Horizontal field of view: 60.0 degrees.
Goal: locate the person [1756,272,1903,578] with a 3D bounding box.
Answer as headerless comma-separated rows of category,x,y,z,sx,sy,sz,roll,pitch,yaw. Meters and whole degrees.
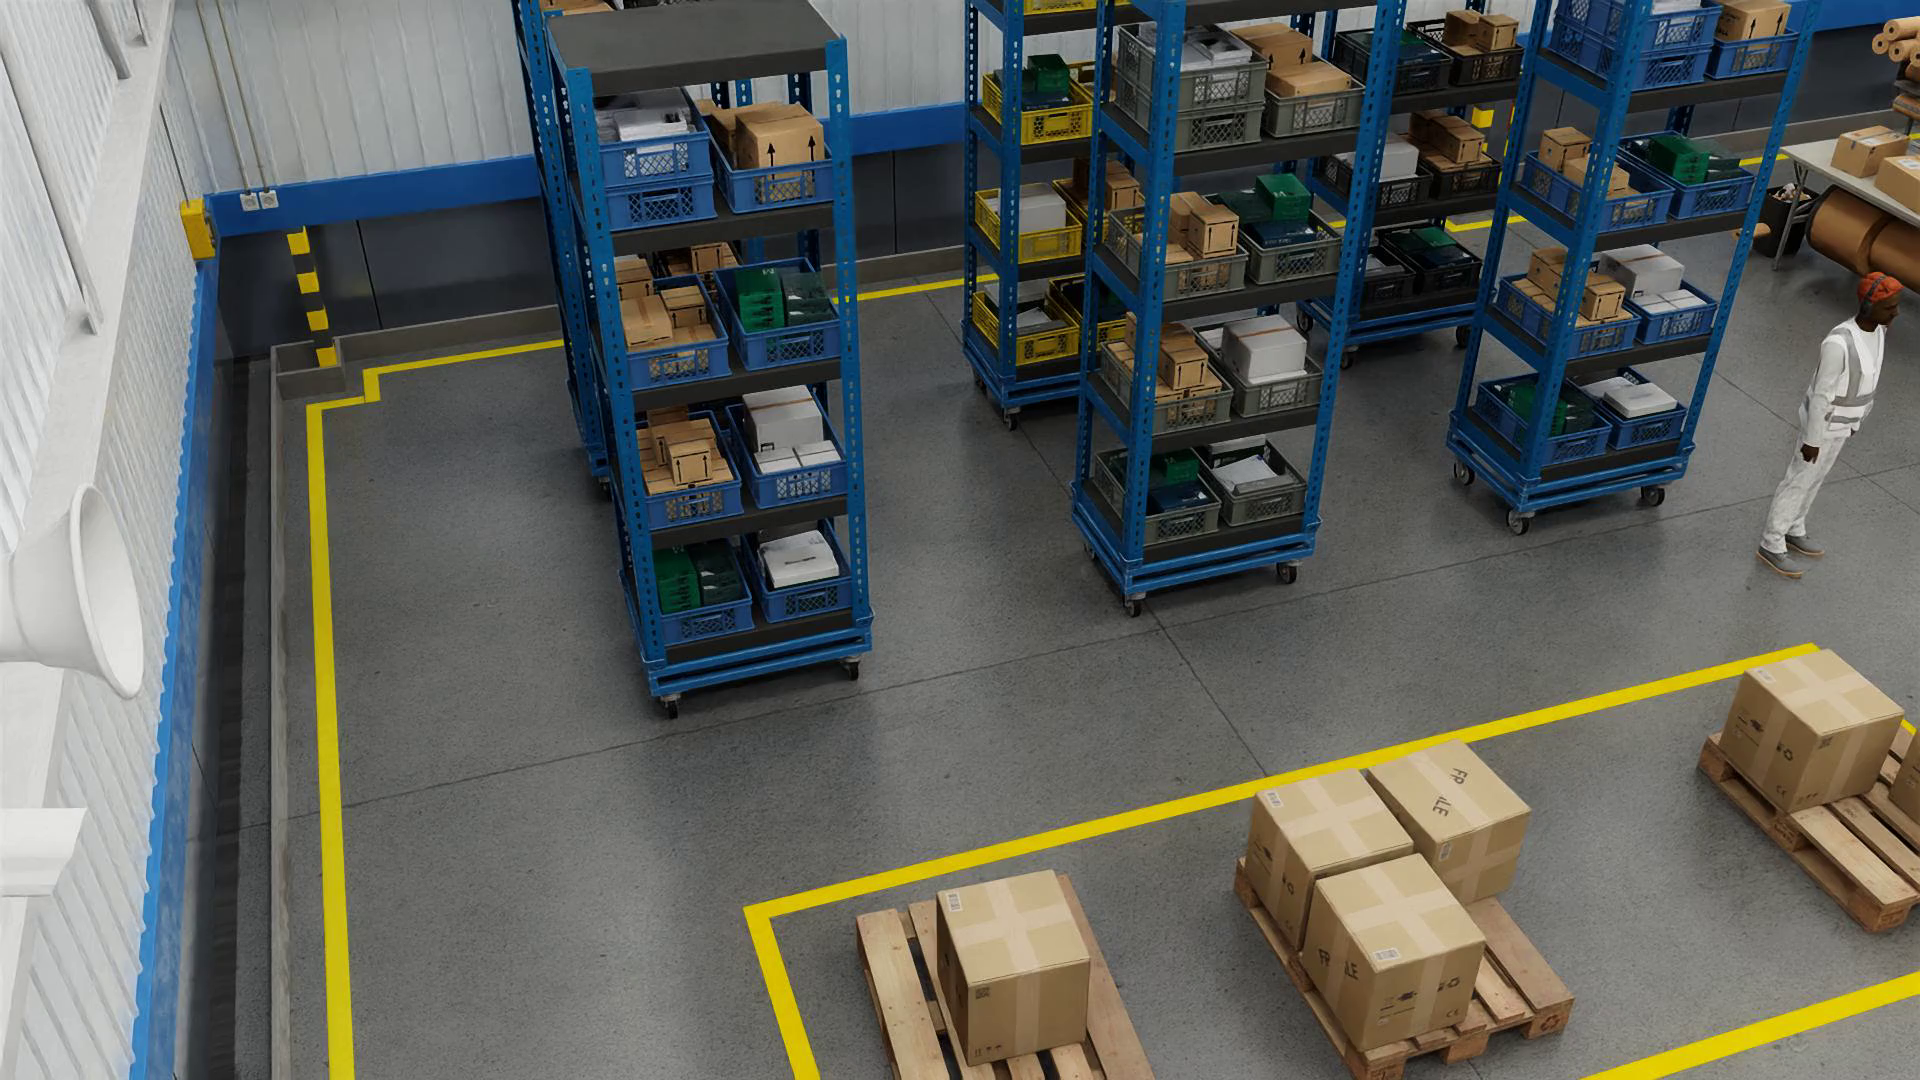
person,5.036,-0.669,9.605,0.571,1.882,0.356,-28,44,-33
